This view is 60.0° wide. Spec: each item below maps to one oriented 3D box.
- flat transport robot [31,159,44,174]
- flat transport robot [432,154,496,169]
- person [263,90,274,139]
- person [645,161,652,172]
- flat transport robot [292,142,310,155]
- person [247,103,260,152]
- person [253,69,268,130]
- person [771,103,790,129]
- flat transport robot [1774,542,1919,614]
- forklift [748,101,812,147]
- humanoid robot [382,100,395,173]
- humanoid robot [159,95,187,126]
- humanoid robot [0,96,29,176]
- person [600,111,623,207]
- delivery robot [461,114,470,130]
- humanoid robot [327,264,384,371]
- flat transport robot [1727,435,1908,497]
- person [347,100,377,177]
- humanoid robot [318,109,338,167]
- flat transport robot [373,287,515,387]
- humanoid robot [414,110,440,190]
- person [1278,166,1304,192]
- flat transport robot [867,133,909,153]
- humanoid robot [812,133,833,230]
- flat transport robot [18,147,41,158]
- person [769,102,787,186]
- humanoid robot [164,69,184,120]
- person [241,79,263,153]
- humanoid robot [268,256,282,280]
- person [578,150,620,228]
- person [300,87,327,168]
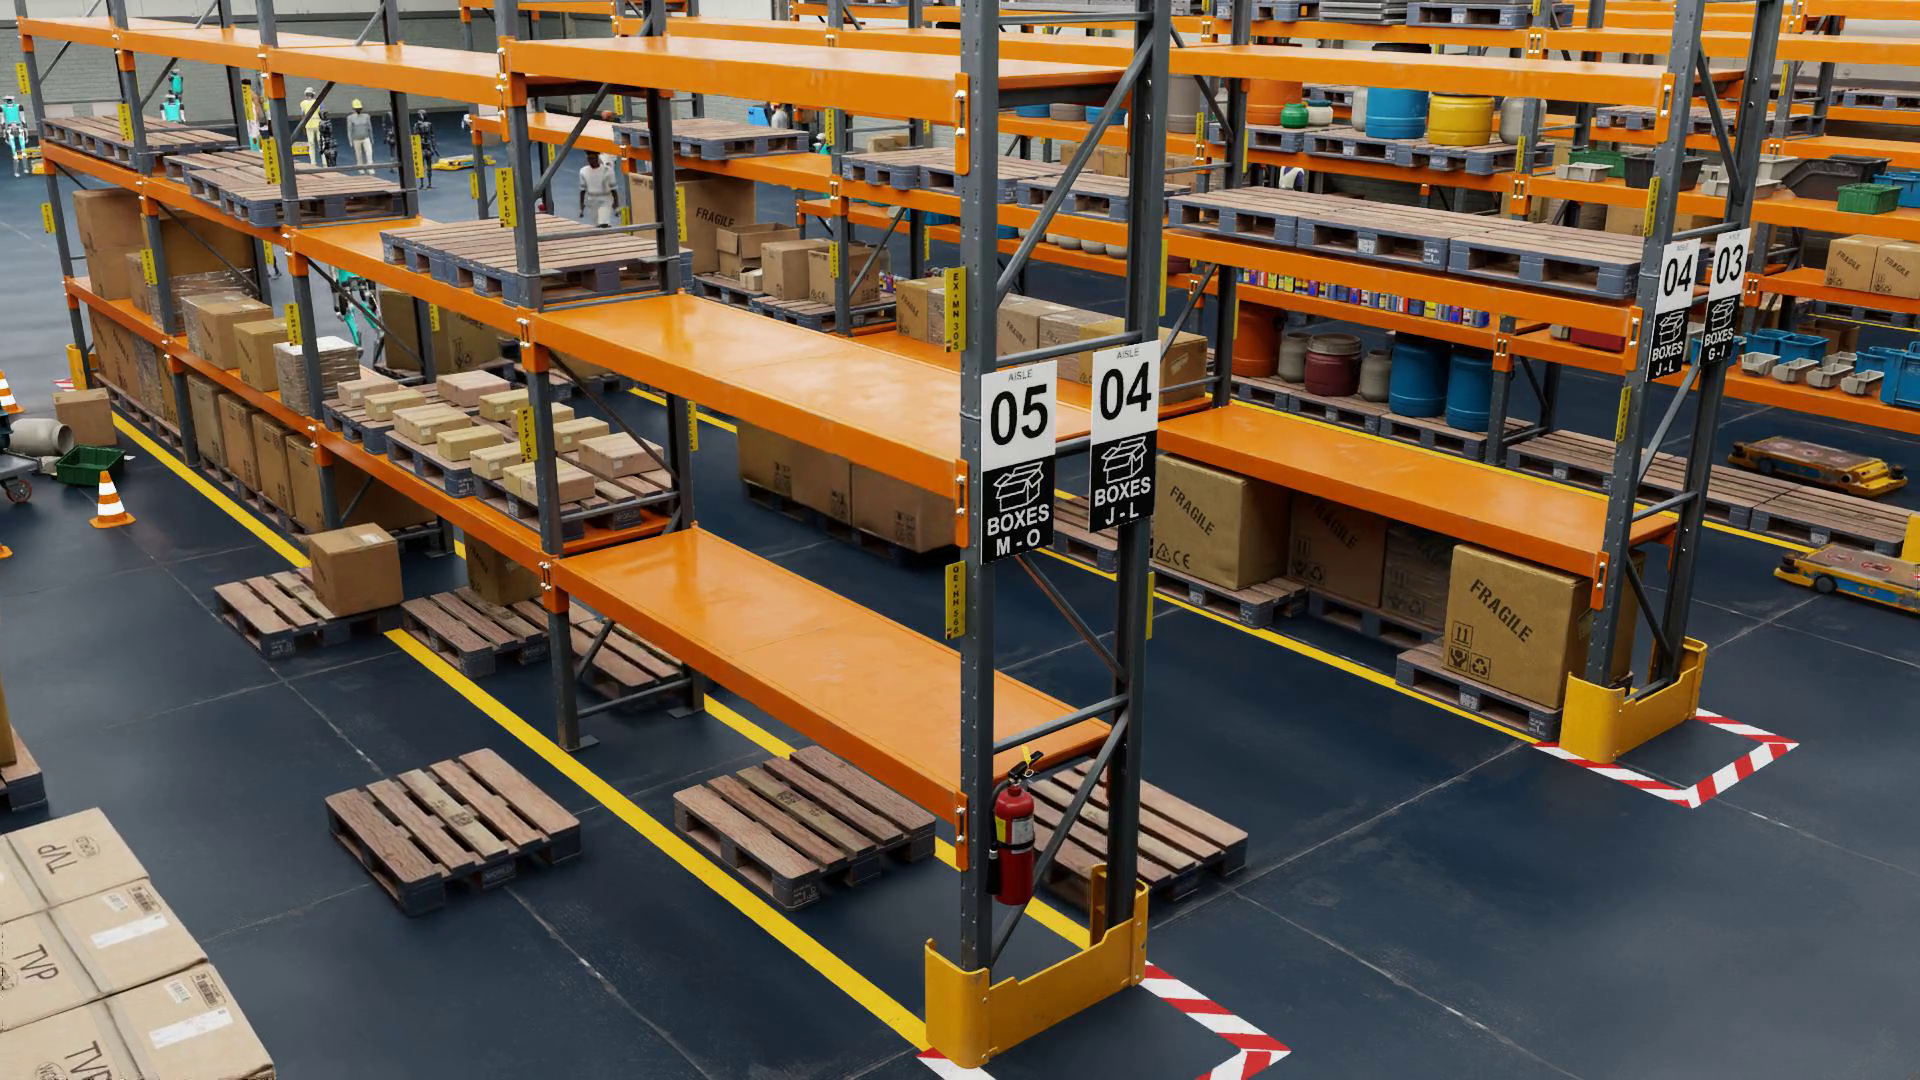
[{"bbox_3d":[-21.229,-8.703,38.706,0.659,0.231,1.431,-10,22,-26],"label":"flat transport robot"},{"bbox_3d":[-11.763,-8.963,39.444,0.659,0.231,1.431,11,22,28],"label":"flat transport robot"},{"bbox_3d":[-18.560,-11.588,44.764,0.320,1.694,0.532,-10,22,-27],"label":"person"},{"bbox_3d":[-6.097,-7.596,33.336,0.471,1.741,0.348,-9,21,-23],"label":"person"},{"bbox_3d":[-16.824,-9.923,42.176,0.659,0.231,1.431,-10,22,-27],"label":"flat transport robot"},{"bbox_3d":[-15.869,-9.044,37.215,0.495,1.912,0.377,18,26,42],"label":"person"},{"bbox_3d":[-20.006,-12.722,47.720,0.400,1.877,0.499,-10,22,-25],"label":"person"},{"bbox_3d":[-4.056,-8.996,37.332,0.701,1.731,0.402,13,23,32],"label":"person"},{"bbox_3d":[7.228,0.333,12.989,0.659,0.231,1.431,-15,24,-37],"label":"flat transport robot"},{"bbox_3d":[-4.526,-11.368,42.374,1.129,2.768,1.873,-15,24,-37],"label":"forklift"},{"bbox_3d":[-12.955,-9.265,38.180,0.584,1.644,0.387,-4,20,-12],"label":"humanoid robot"},{"bbox_3d":[-18.060,-9.351,38.355,0.548,1.739,1.056,-12,23,-31],"label":"humanoid robot"},{"bbox_3d":[-21.332,-9.087,37.587,0.538,1.802,0.685,-11,22,-28],"label":"humanoid robot"},{"bbox_3d":[-6.949,-7.555,33.007,0.356,1.882,0.574,0,19,-1],"label":"person"},{"bbox_3d":[-13.994,-12.036,47.775,0.499,0.606,0.807,-12,23,-31],"label":"delivery robot"},{"bbox_3d":[-6.980,-2.702,19.446,0.556,1.753,0.877,-16,25,-38],"label":"humanoid robot"},{"bbox_3d":[8.228,-0.721,15.988,0.659,0.231,1.431,-13,23,-33],"label":"flat transport robot"},{"bbox_3d":[-13.339,-8.911,37.083,0.553,1.722,0.863,-11,22,-28],"label":"person"},{"bbox_3d":[-13.587,-8.427,35.779,0.599,1.655,0.315,18,26,42],"label":"humanoid robot"},{"bbox_3d":[-5.785,-1.695,18.761,0.659,0.231,1.431,-18,26,-41],"label":"flat transport robot"},{"bbox_3d":[-11.429,-8.350,35.556,0.315,1.657,0.599,10,22,27],"label":"humanoid robot"},{"bbox_3d":[5.375,-5.485,27.168,0.377,1.843,0.570,-8,21,-22],"label":"person"},{"bbox_3d":[-1.572,-8.341,37.676,0.659,0.231,1.431,-8,21,-22],"label":"flat transport robot"},{"bbox_3d":[-2.275,-6.453,30.166,0.749,1.839,0.545,-17,26,-40],"label":"humanoid robot"},{"bbox_3d":[-22.671,-9.668,41.450,1.431,0.231,0.659,-11,22,-28],"label":"flat transport robot"},{"bbox_3d":[-3.939,-8.674,36.191,0.382,1.889,0.570,8,21,22],"label":"person"},{"bbox_3d":[-22.346,-12.394,46.987,0.863,1.772,0.607,5,20,13],"label":"humanoid robot"},{"bbox_3d":[-17.882,-10.708,42.016,0.802,1.853,0.386,18,26,41],"label":"person"},{"bbox_3d":[-10.749,-4.848,25.595,0.612,1.650,0.314,3,20,8],"label":"humanoid robot"},{"bbox_3d":[-5.818,-5.310,26.544,0.631,1.922,0.860,6,20,17],"label":"person"},{"bbox_3d":[-14.975,-9.527,38.605,0.517,1.893,0.401,-4,20,-11],"label":"person"}]
